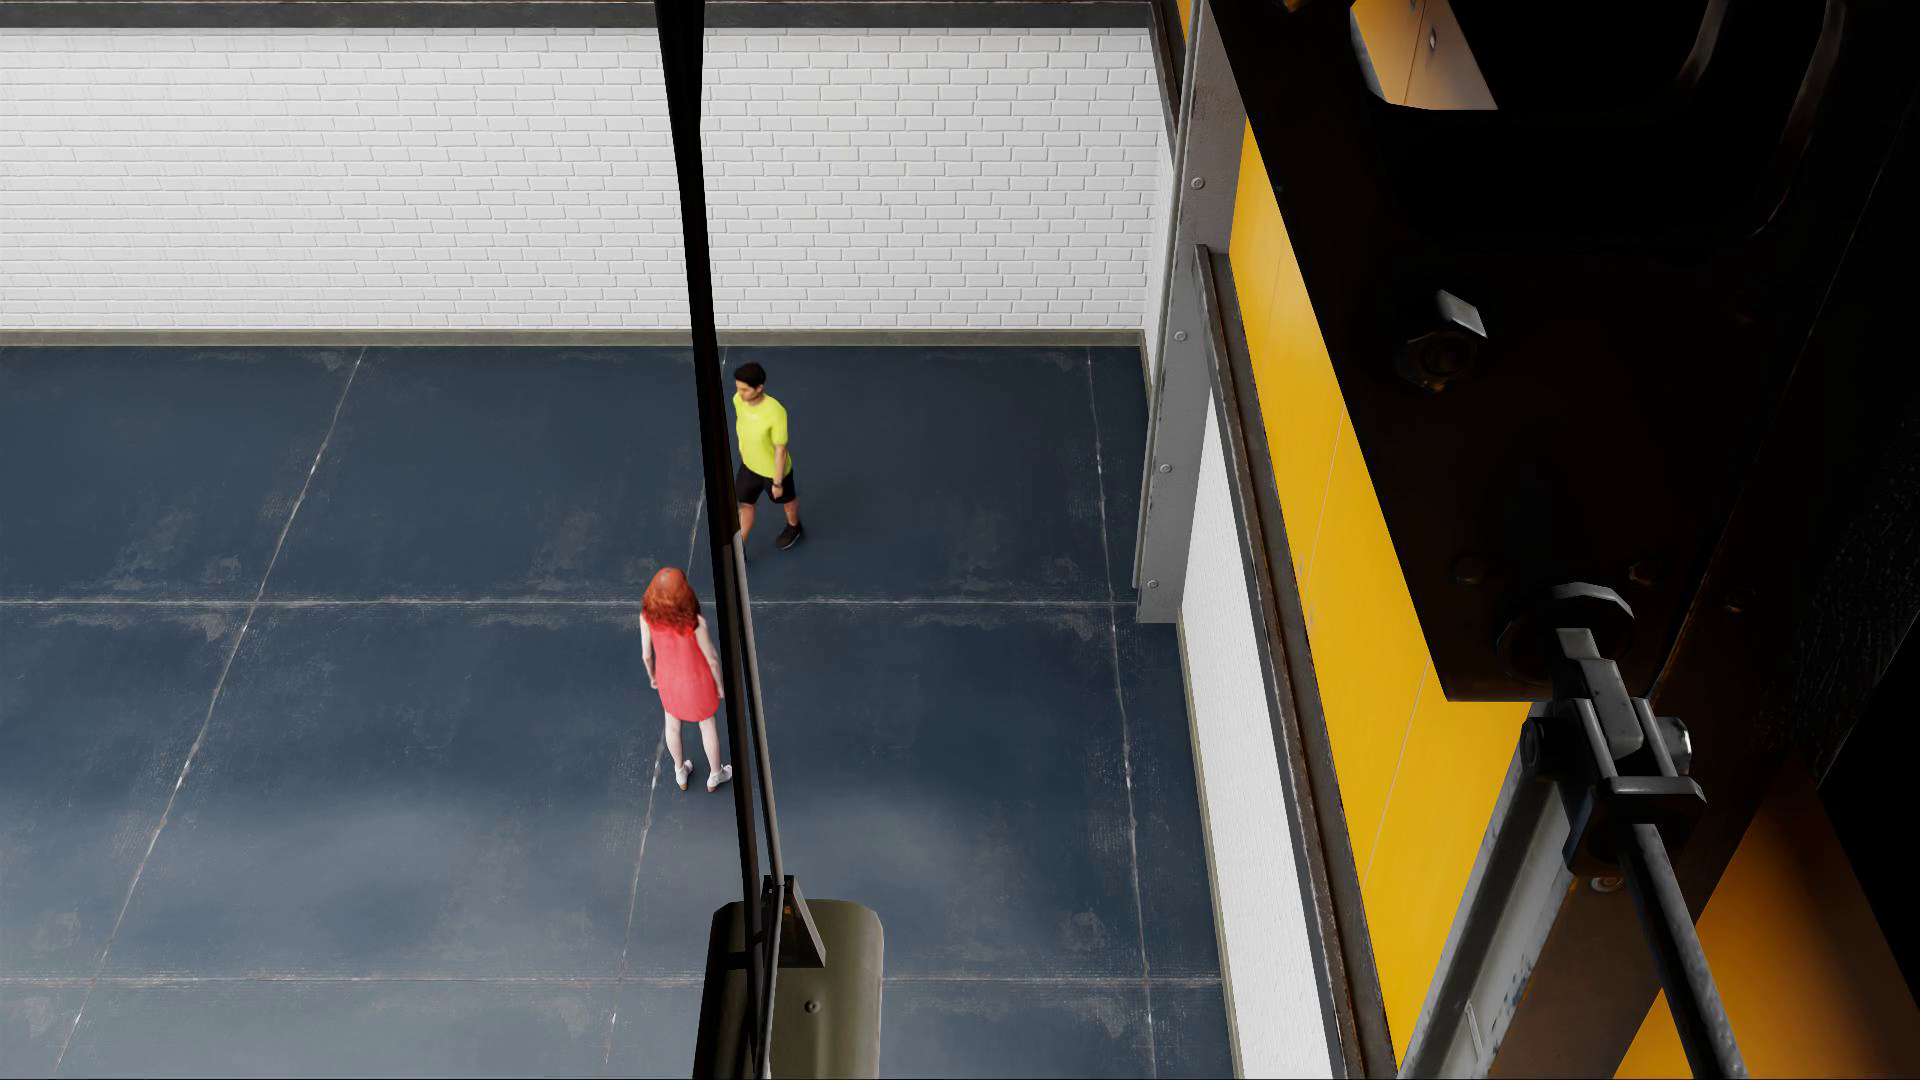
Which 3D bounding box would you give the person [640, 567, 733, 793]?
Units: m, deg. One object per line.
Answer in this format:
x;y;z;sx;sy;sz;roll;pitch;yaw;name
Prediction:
-1.638;0.849;9.898;0.644;1.826;0.568;7;44;8;person

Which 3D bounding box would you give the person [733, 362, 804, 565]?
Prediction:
-1.294;-0.593;11.517;0.984;1.681;1.104;27;50;25;person
